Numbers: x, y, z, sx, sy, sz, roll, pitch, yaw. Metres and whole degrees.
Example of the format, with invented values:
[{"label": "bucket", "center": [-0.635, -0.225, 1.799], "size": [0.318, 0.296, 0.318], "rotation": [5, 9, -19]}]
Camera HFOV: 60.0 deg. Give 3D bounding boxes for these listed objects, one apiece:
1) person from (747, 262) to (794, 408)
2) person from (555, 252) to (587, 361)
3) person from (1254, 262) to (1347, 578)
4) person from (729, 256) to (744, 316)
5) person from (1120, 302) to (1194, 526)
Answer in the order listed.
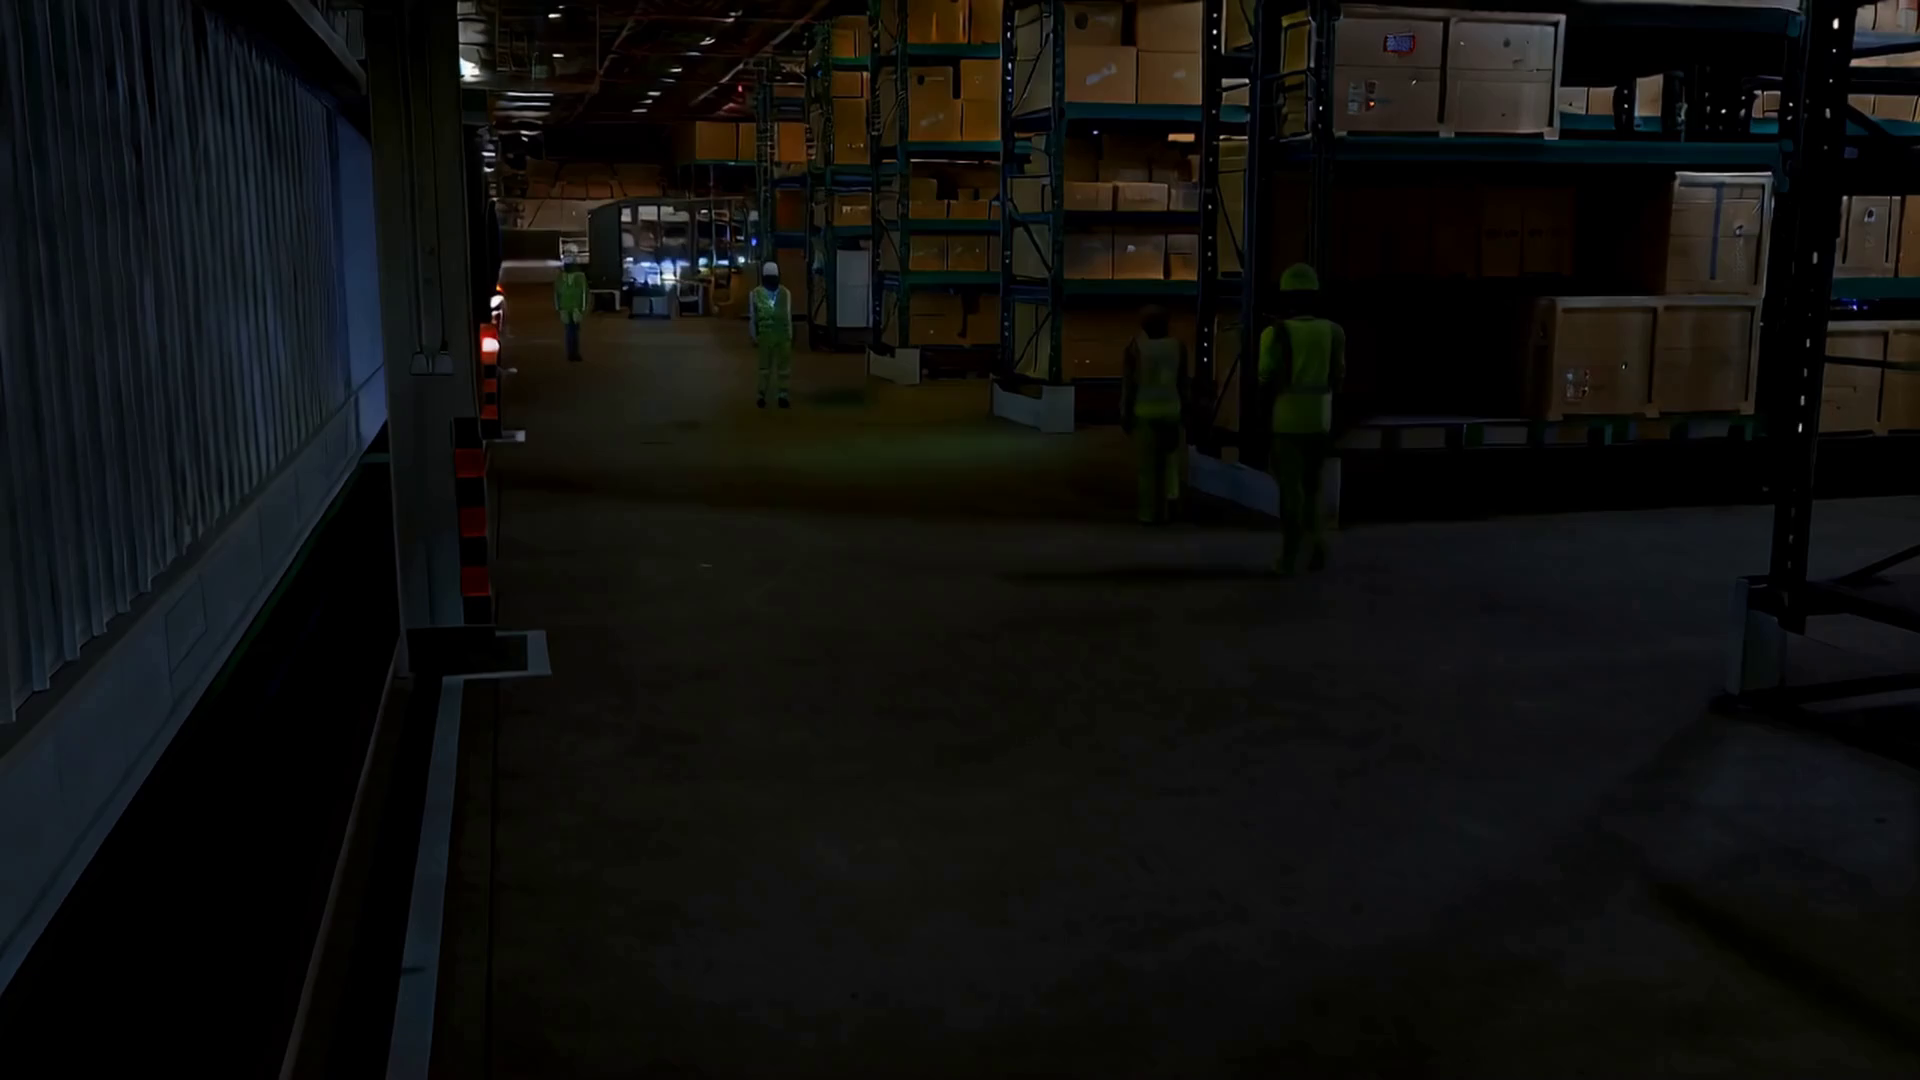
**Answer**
[{"label": "person", "center": [-2.372, -2.578, 20.934], "size": [0.603, 1.830, 0.404], "rotation": [-4, 11, -23]}, {"label": "person", "center": [-6.865, -4.114, 29.344], "size": [0.565, 1.929, 0.383], "rotation": [-1, 10, -5]}, {"label": "person", "center": [2.062, -0.710, 10.096], "size": [0.568, 1.924, 0.453], "rotation": [-3, 10, -14]}, {"label": "person", "center": [-6.444, -7.331, 48.139], "size": [0.485, 1.735, 0.346], "rotation": [4, 11, 23]}, {"label": "person", "center": [1.421, -0.902, 12.022], "size": [0.537, 1.625, 0.378], "rotation": [-1, 10, -6]}]
